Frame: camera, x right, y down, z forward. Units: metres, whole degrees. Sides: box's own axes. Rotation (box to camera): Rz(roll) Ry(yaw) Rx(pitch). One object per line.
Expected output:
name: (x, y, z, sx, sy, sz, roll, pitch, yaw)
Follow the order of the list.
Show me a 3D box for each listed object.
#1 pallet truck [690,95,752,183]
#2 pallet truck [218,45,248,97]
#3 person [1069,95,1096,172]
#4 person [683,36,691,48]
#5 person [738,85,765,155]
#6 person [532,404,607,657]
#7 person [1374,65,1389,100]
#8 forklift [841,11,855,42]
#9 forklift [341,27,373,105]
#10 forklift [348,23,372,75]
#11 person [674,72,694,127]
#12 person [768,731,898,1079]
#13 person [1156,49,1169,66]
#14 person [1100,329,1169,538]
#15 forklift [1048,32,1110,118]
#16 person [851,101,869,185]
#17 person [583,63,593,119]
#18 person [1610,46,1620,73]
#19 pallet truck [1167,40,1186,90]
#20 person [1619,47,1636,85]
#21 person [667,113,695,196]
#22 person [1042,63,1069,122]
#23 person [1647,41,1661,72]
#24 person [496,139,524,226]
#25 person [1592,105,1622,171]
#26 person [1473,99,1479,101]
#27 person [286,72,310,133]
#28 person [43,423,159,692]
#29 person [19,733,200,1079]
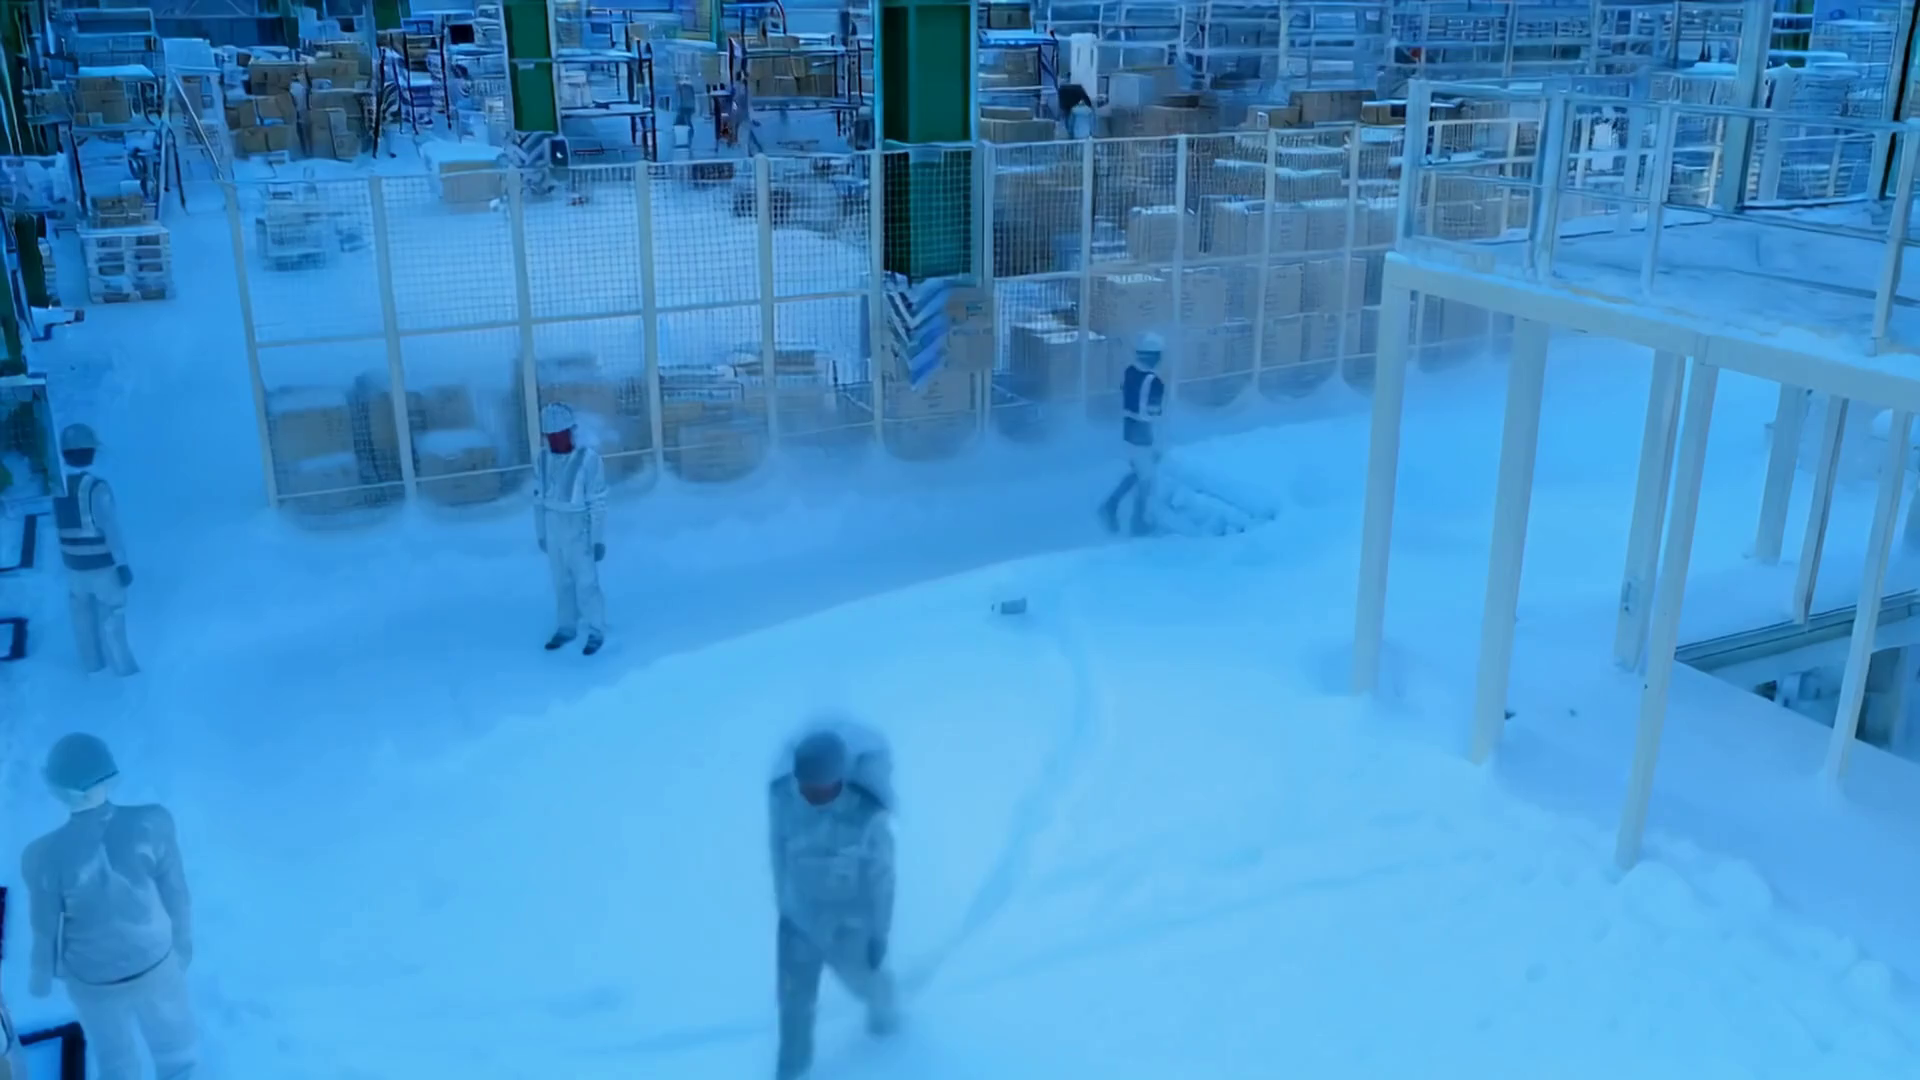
pallet truck: (-5.836, -9.608, 39.856, 0.823, 1.965, 1.885, 10, 22, 27)
pallet truck: (-28.879, -18.665, 66.111, 0.823, 1.965, 1.885, -3, 19, -9)
person: (3.056, -10.244, 41.899, 0.651, 1.880, 1.078, -2, 19, -5)
person: (-12.344, -21.752, 75.149, 0.545, 1.938, 0.355, 8, 21, 21)
person: (-5.808, -11.490, 45.505, 0.932, 1.887, 0.602, 1, 19, 3)
person: (-2.898, -0.073, 12.321, 0.594, 1.925, 0.368, 7, 20, 18)
person: (13.751, -14.476, 54.125, 0.559, 1.904, 0.949, -10, 21, -26)
forklift: (-5.619, -25.060, 83.315, 1.873, 2.768, 1.129, -9, 21, -25)
forklift: (-22.275, -17.346, 60.954, 1.873, 2.768, 1.129, -9, 21, -25)
forklift: (-23.321, -18.655, 64.747, 1.129, 2.768, 1.873, 17, 26, 41)
person: (-8.275, -13.087, 50.043, 0.585, 1.929, 0.370, 4, 19, 10)
person: (-0.560, 1.651, 7.535, 0.642, 1.801, 0.958, 9, 21, 23)
person: (7.901, -18.367, 65.457, 0.568, 1.851, 0.643, -4, 19, -11)
person: (1.589, -0.923, 14.790, 0.550, 1.926, 0.569, -11, 22, -29)
forklift: (4.058, -15.857, 56.637, 1.873, 2.768, 1.129, -9, 21, -25)
person: (-2.370, -9.368, 39.266, 0.369, 1.932, 0.623, 9, 21, 25)
person: (-12.606, -15.218, 56.362, 0.347, 1.834, 0.625, -4, 19, -12)
person: (28.446, -20.687, 72.481, 0.548, 1.645, 0.887, 1, 19, 2)
pallet truck: (9.045, -19.971, 69.895, 0.823, 1.965, 1.885, -3, 19, -8)
person: (27.394, -19.329, 68.279, 0.621, 1.838, 0.429, 1, 19, 3)
person: (-6.279, -8.660, 37.366, 0.657, 1.821, 0.630, -9, 21, -23)
person: (3.124, -14.775, 54.966, 1.034, 1.907, 0.639, -6, 20, -17)
person: (32.754, -22.644, 78.254, 0.889, 1.589, 0.515, -6, 20, -18)
person: (-8.945, -7.127, 33.113, 0.532, 1.699, 0.319, -7, 20, -21)
person: (14.533, -8.859, 37.619, 0.536, 2.000, 0.681, -11, 22, -29)
person: (13.101, -10.405, 42.575, 0.533, 1.731, 0.866, -3, 19, -10)
person: (-19.869, -13.020, 49.852, 0.524, 1.927, 0.561, 14, 23, 34)
person: (-6.088, 0.128, 11.705, 0.603, 1.950, 0.388, 8, 21, 22)
person: (-3.540, 1.728, 6.992, 0.371, 1.996, 0.622, 18, 26, 41)
